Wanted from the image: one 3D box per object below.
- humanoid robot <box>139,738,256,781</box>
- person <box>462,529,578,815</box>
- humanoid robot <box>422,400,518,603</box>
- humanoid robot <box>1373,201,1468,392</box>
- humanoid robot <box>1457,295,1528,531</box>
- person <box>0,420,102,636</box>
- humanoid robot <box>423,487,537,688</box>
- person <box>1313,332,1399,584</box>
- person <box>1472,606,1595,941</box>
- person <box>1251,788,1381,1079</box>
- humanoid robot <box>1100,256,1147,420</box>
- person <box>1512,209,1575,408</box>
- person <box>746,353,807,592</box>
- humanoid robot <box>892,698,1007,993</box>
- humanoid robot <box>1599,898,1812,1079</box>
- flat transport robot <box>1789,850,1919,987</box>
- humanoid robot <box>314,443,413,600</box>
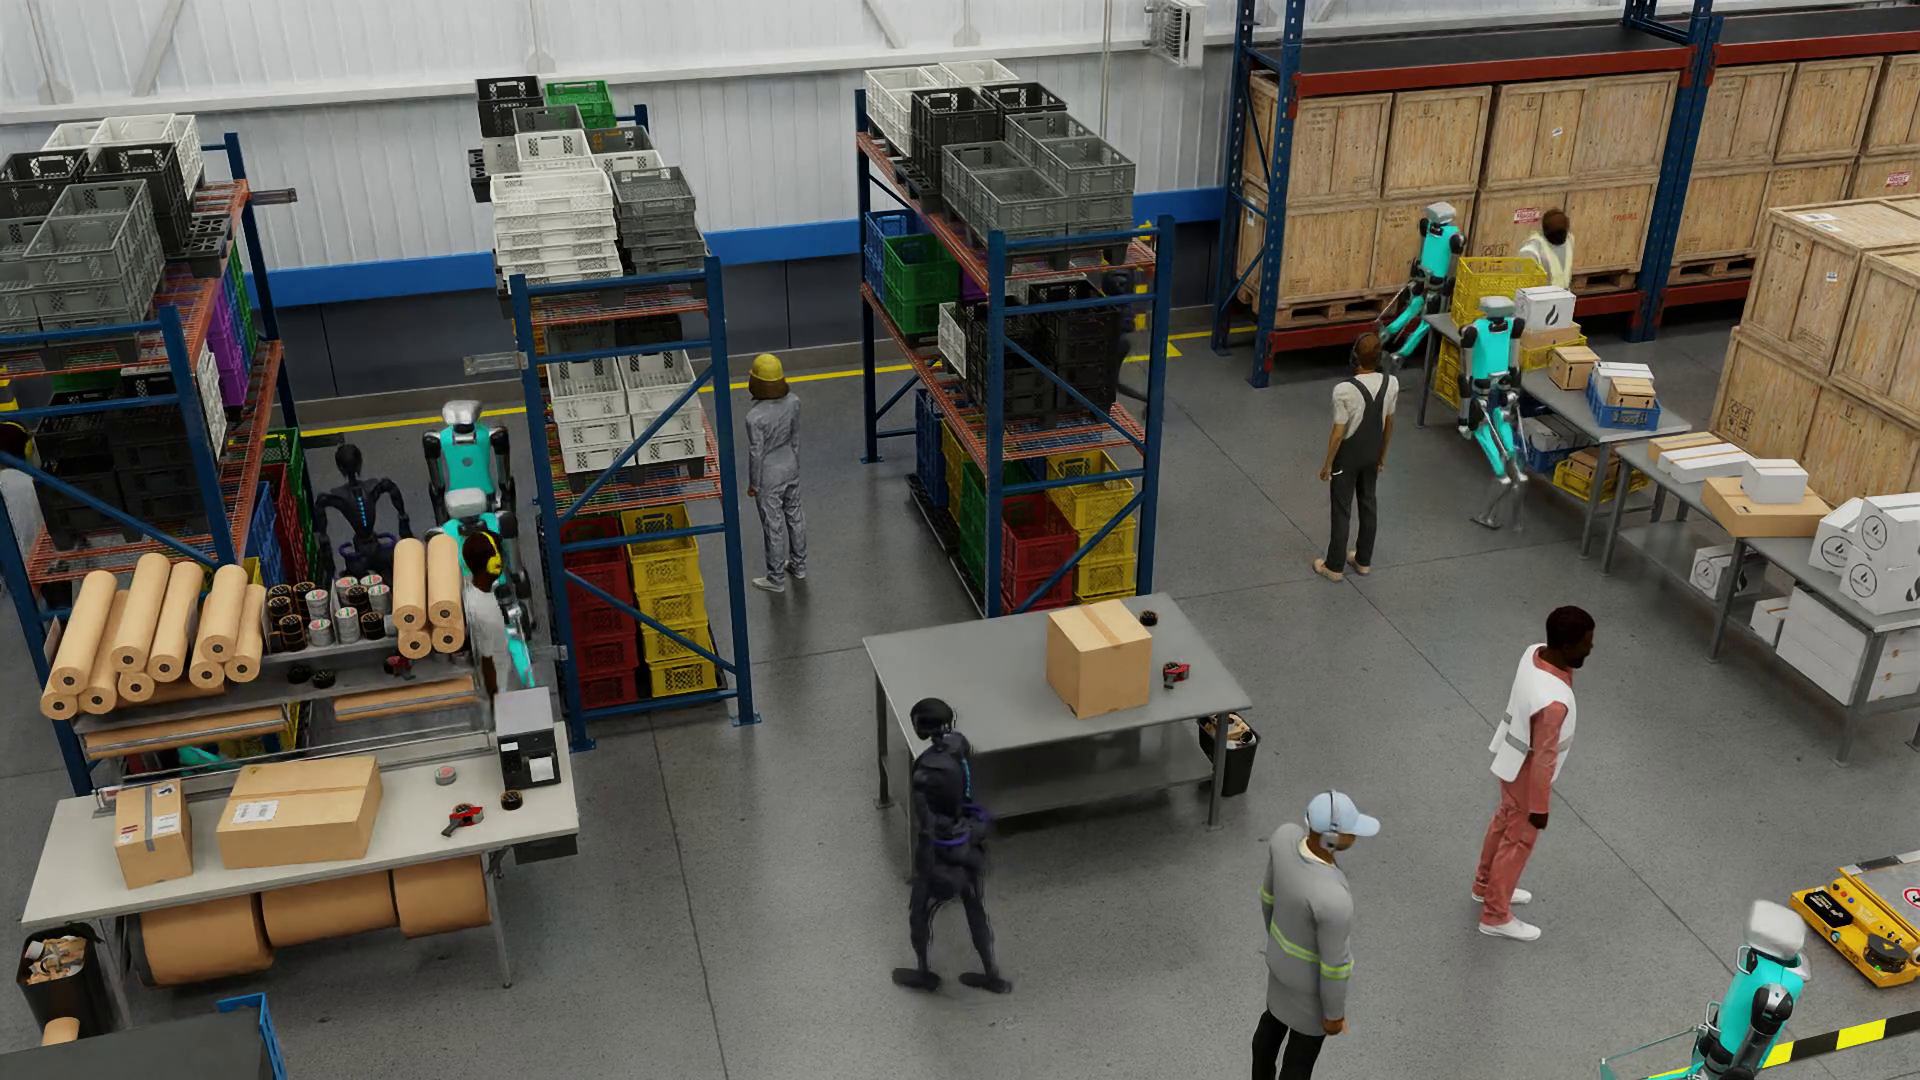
[{"bbox_3d":[-3.921,1.051,8.756,0.981,1.779,0.558,-8,30,-15],"label":"humanoid robot"},{"bbox_3d":[-2.615,0.812,9.058,0.775,1.836,0.591,-12,31,-21],"label":"person"},{"bbox_3d":[-3.168,-0.128,10.981,0.545,1.897,0.724,-6,29,-11],"label":"humanoid robot"},{"bbox_3d":[3.849,-1.937,14.283,0.735,1.911,0.553,-12,31,-20],"label":"humanoid robot"},{"bbox_3d":[3.985,-0.815,12.213,0.541,1.856,0.818,-11,31,-19],"label":"humanoid robot"},{"bbox_3d":[-5.692,0.115,10.352,0.541,1.819,0.991,-7,29,-12],"label":"person"},{"bbox_3d":[-2.612,0.627,9.513,0.535,1.751,0.907,-16,32,-26],"label":"humanoid robot"},{"bbox_3d":[2.748,-0.566,11.553,0.507,1.844,0.333,-10,30,-18],"label":"person"},{"bbox_3d":[2.856,1.160,8.354,0.394,1.911,0.579,6,29,11],"label":"person"},{"bbox_3d":[1.514,1.837,7.175,0.384,1.850,0.597,-9,30,-15],"label":"person"},{"bbox_3d":[1.378,-1.776,13.937,0.576,1.634,0.594,-3,29,-5],"label":"humanoid robot"},{"bbox_3d":[4.930,-1.959,14.155,0.669,1.792,0.722,-24,37,-36],"label":"person"},{"bbox_3d":[-1.286,-0.468,11.480,0.293,1.744,0.486,20,35,32],"label":"person"},{"bbox_3d":[-0.043,1.496,7.999,0.613,1.624,0.608,13,31,22],"label":"humanoid robot"},{"bbox_3d":[2.859,2.102,6.679,0.735,1.671,0.533,13,31,22],"label":"humanoid robot"},{"bbox_3d":[5.163,1.916,8.676,1.431,0.231,0.659,-8,30,-14],"label":"flat transport robot"},{"bbox_3d":[-3.694,0.145,10.425,0.609,1.649,0.329,-17,33,-28],"label":"humanoid robot"}]
